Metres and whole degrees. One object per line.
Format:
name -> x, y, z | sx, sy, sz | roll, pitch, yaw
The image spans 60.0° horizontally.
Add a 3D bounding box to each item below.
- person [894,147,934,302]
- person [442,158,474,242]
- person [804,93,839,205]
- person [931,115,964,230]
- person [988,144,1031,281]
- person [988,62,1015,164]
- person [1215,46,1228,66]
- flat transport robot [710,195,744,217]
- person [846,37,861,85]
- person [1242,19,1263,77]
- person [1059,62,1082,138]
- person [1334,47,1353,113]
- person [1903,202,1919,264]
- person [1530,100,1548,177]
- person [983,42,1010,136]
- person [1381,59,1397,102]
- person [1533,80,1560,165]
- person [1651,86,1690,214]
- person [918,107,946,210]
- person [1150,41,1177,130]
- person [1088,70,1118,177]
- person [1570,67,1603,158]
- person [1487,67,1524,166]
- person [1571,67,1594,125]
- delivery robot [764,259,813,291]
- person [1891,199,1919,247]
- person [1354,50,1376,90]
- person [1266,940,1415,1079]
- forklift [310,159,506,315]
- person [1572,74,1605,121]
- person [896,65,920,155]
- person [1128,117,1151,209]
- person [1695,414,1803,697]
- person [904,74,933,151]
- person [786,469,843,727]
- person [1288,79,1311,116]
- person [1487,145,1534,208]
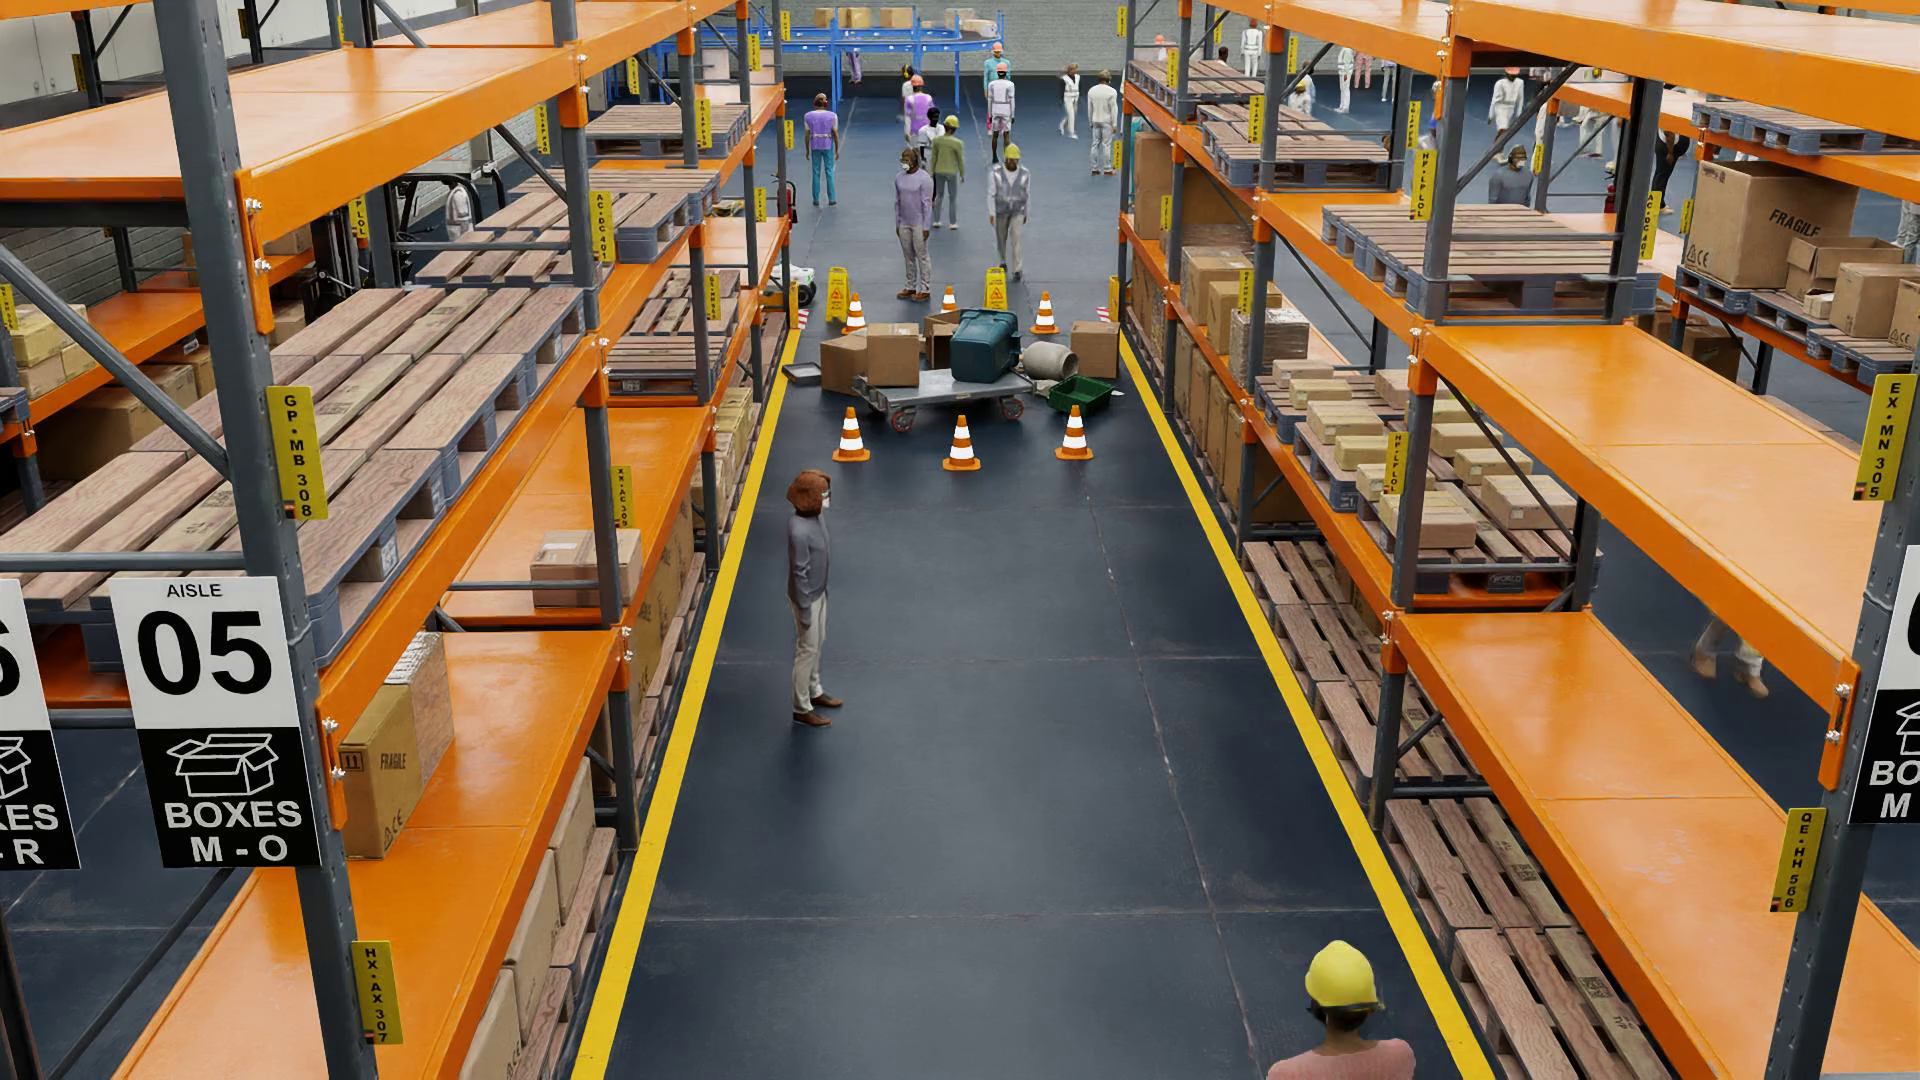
person -> -0.588, -4.000, 21.091 | 0.623, 1.932, 0.372 | 18, 27, 39
person -> -6.063, -3.638, 20.112 | 0.377, 1.938, 0.547 | -8, 22, -20
person -> -2.317, -6.554, 27.948 | 0.571, 1.845, 0.382 | 0, 21, -1
person -> -0.184, -5.699, 25.813 | 0.534, 1.748, 0.393 | 10, 23, 24
person -> 0.663, -4.447, 22.475 | 0.585, 1.790, 0.946 | -1, 21, -3
person -> 0.817, -8.373, 32.645 | 0.543, 1.929, 0.387 | 7, 22, 17
person -> 5.714, -9.926, 36.779 | 0.399, 1.909, 0.599 | -5, 21, -13
flat transport robot -> -3.983, -5.458, 27.242 | 0.652, 0.197, 1.431 | 1, 21, 2
person -> -3.083, -14.036, 47.653 | 0.403, 1.900, 0.641 | -13, 24, -31
person -> 8.254, -13.782, 47.051 | 0.578, 1.841, 0.921 | 5, 21, 13
person -> 2.407, -9.667, 36.530 | 0.513, 1.612, 0.739 | -16, 26, -36
person -> 9.434, -11.491, 40.876 | 0.427, 1.938, 0.604 | 0, 21, -1
person -> 12.769, -4.339, 21.950 | 0.381, 1.950, 0.602 | -4, 21, -11
person -> 10.905, -7.627, 31.095 | 0.287, 1.626, 0.497 | 9, 22, 22
person -> 0.819, -9.948, 36.711 | 0.611, 1.995, 0.380 | -5, 21, -12
person -> 11.261, -12.391, 43.285 | 0.581, 1.919, 0.395 | 7, 22, 18
person -> 11.455, -8.160, 32.418 | 0.321, 1.688, 0.538 | -16, 26, -36
person -> 11.649, -6.390, 27.244 | 0.537, 2.000, 0.675 | 6, 21, 15
person -> -0.448, -6.288, 27.475 | 0.535, 1.686, 0.320 | -15, 26, -35
person -> 4.644, -10.235, 37.523 | 0.917, 1.966, 0.629 | -3, 21, -9
person -> 2.669, -7.779, 31.056 | 0.628, 1.940, 0.373 | 15, 25, 34
person -> 12.696, -8.632, 33.437 | 0.567, 1.836, 0.743 | -18, 27, -38
person -> 10.669, -8.344, 32.544 | 0.644, 1.967, 0.934 | -8, 22, -19
person -> 14.517, -10.490, 38.662 | 0.507, 1.623, 0.295 | -15, 25, -34
delivery robot -> -2.219, -3.311, 21.043 | 0.707, 0.478, 0.477 | 0, 21, 1
person -> 14.087, -5.183, 24.483 | 0.486, 1.738, 0.320 | 1, 21, 3
person -> 11.267, -13.499, 46.240 | 0.653, 1.900, 0.398 | 7, 22, 18
person -> 1.183, 2.057, 5.370 | 0.552, 1.717, 0.906 | -5, 21, -13
forklift -> -5.622, -2.910, 17.832 | 2.313, 2.155, 1.214 | -1, 21, -1
person -> 14.966, -10.839, 39.214 | 0.798, 1.893, 0.603 | 12, 24, 28
person -> -1.034, -8.463, 32.988 | 0.398, 1.851, 0.518 | 9, 23, 23
person -> 2.953, -6.452, 27.680 | 0.340, 1.845, 0.512 | -10, 23, -24
person -> 5.011, 0.086, 10.416 | 0.625, 1.832, 0.469 | -3, 21, -7
person -> -0.726, -7.501, 30.358 | 0.549, 1.916, 0.671 | -9, 22, -22
person -> -0.893, 0.342, 10.031 | 0.287, 1.623, 0.507 | 3, 21, 7
person -> 6.445, -7.994, 31.913 | 0.399, 1.739, 0.492 | -17, 27, -38
person -> 7.005, -4.074, 21.264 | 0.635, 1.936, 0.355 | -7, 22, -17
